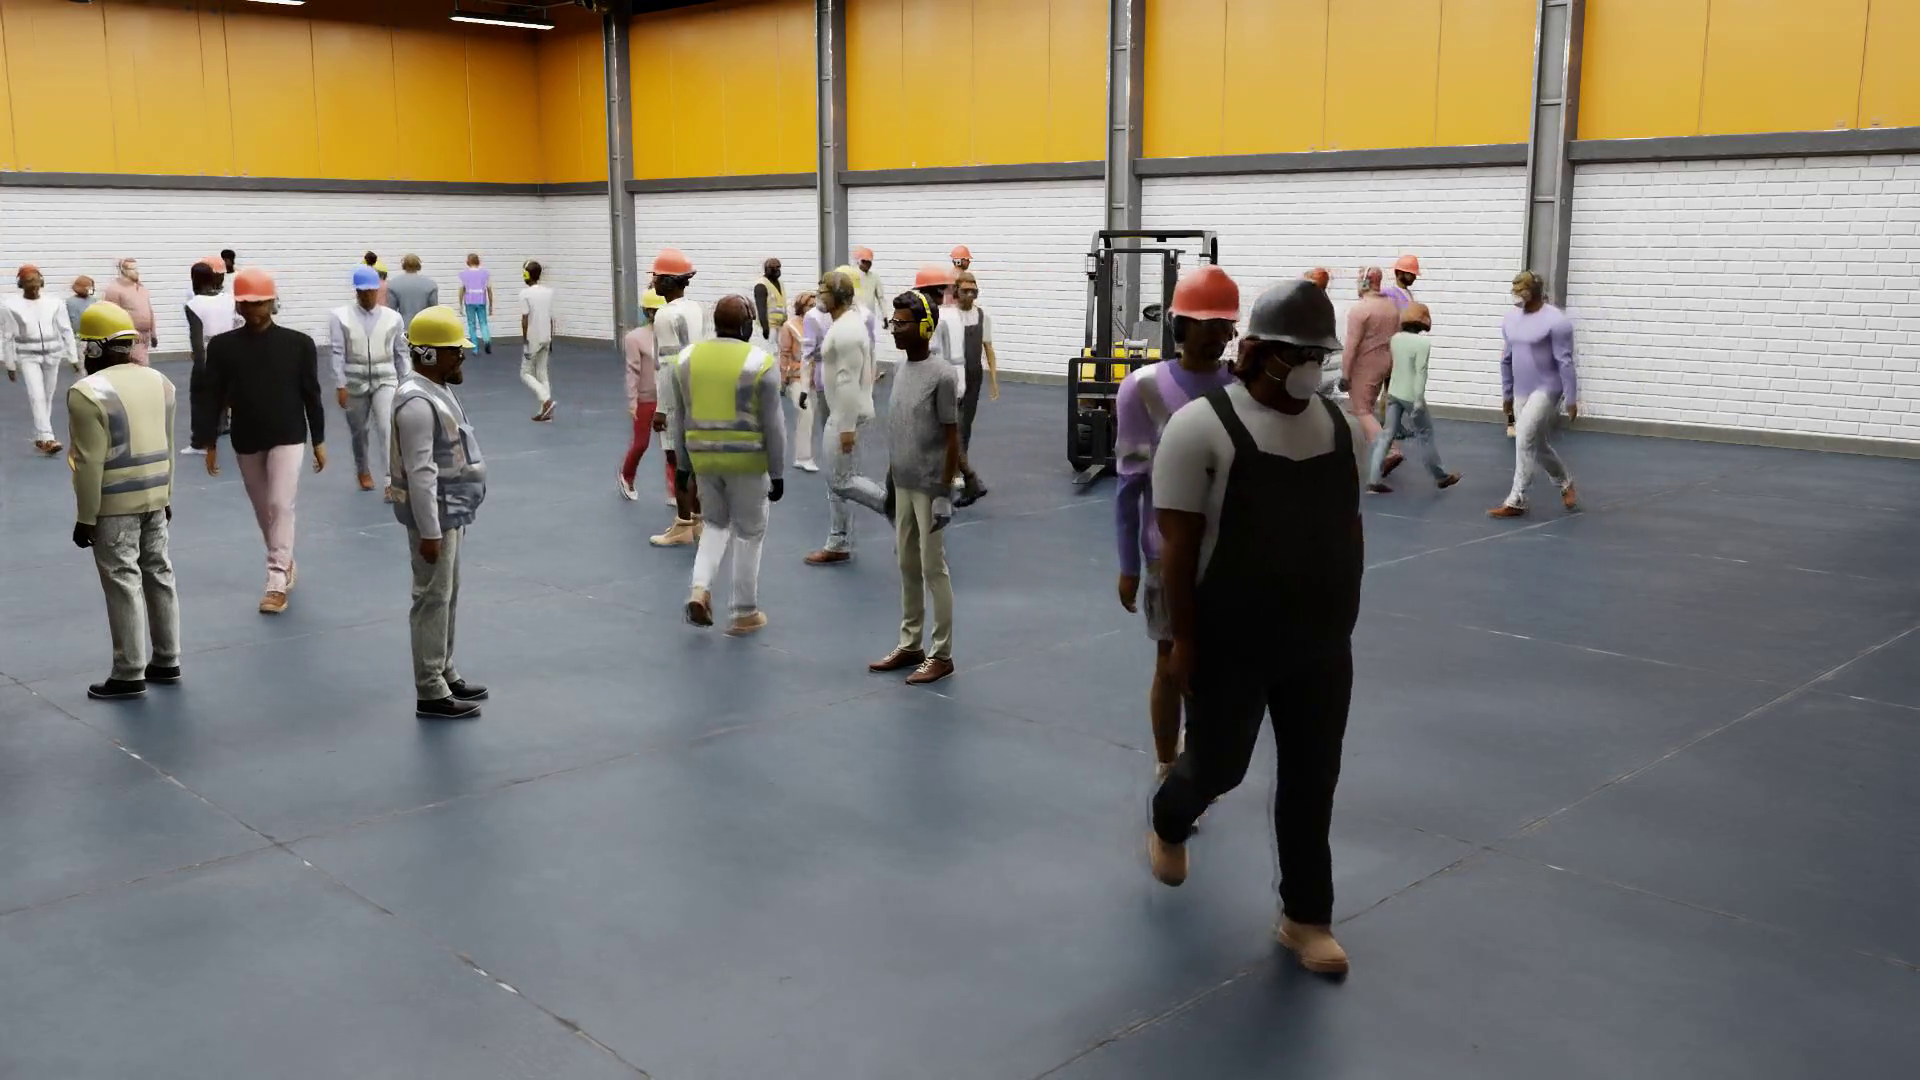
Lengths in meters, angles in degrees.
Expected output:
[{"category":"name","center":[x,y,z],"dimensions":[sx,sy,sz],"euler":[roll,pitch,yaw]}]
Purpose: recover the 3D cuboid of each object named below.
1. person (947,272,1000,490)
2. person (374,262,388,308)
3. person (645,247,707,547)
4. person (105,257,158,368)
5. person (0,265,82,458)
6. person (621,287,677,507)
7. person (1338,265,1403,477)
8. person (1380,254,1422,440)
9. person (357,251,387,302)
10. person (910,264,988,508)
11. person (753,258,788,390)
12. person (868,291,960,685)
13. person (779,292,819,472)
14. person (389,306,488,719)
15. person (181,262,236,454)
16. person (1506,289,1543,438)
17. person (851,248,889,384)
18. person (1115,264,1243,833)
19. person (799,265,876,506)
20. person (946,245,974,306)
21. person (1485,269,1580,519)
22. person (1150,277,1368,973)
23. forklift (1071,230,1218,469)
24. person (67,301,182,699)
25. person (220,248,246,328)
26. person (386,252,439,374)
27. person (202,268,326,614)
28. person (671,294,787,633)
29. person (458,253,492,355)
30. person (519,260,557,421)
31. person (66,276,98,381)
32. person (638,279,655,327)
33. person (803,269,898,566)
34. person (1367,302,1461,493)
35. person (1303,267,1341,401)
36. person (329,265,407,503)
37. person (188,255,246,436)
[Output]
[{"category":"person","center":[0.068,-1.325,13.982],"dimensions":[0.528,1.810,0.837],"euler":[-4,11,-20]},{"category":"person","center":[-8.903,-3.415,25.634],"dimensions":[0.538,1.712,0.899],"euler":[1,10,5]},{"category":"person","center":[-1.956,-0.969,11.423],"dimensions":[0.375,2.044,0.607],"euler":[2,11,12]},{"category":"person","center":[-10.240,-2.556,20.558],"dimensions":[0.944,1.868,0.650],"euler":[2,11,12]},{"category":"person","center":[-8.887,-1.727,16.108],"dimensions":[0.974,1.832,0.597],"euler":[10,14,42]},{"category":"person","center":[-2.433,-1.130,13.152],"dimensions":[0.530,1.739,0.841],"euler":[-8,13,-37]},{"category":"person","center":[3.655,-1.509,14.850],"dimensions":[0.659,1.881,0.839],"euler":[-10,14,-44]},{"category":"person","center":[4.644,-2.021,17.472],"dimensions":[0.390,1.933,0.551],"euler":[8,13,37]},{"category":"person","center":[-9.662,-3.795,27.342],"dimensions":[0.588,1.871,0.353],"euler":[-3,11,-15]},{"category":"person","center":[-0.138,-1.135,12.670],"dimensions":[0.516,1.915,0.582],"euler":[4,11,23]},{"category":"person","center":[-2.535,-2.900,22.540],"dimensions":[0.463,1.825,0.660],"euler":[5,11,23]},{"category":"person","center":[-0.207,-0.248,7.956],"dimensions":[0.328,1.874,0.521],"euler":[-7,13,-35]},{"category":"person","center":[-1.333,-1.416,14.986],"dimensions":[0.587,1.616,0.547],"euler":[10,14,42]},{"category":"person","center":[-2.306,-0.118,7.390],"dimensions":[0.403,1.826,0.593],"euler":[-2,11,-9]},{"category":"person","center":[-7.198,-1.749,16.139],"dimensions":[0.936,1.891,0.581],"euler":[5,11,24]},{"category":"person","center":[5.959,-1.914,17.556],"dimensions":[0.320,1.690,0.537],"euler":[3,11,17]},{"category":"person","center":[-1.327,-3.216,23.942],"dimensions":[0.652,1.935,1.028],"euler":[-8,13,-37]},{"category":"person","center":[0.871,0.020,6.094],"dimensions":[0.611,2.050,0.517],"euler":[-3,11,-14]},{"category":"person","center":[-0.968,-1.219,13.198],"dimensions":[0.630,1.882,0.776],"euler":[-1,10,-6]},{"category":"person","center":[-0.003,-2.919,22.186],"dimensions":[0.377,1.995,0.612],"euler":[0,10,2]},{"category":"person","center":[4.438,-1.107,12.634],"dimensions":[0.912,1.896,0.670],"euler":[-4,11,-21]},{"category":"person","center":[0.895,0.216,4.968],"dimensions":[0.688,2.000,0.754],"euler":[-3,11,-16]},{"category":"forklift","center":[1.804,-1.825,15.677],"dimensions":[1.214,2.155,2.313],"euler":[2,11,13]},{"category":"person","center":[-3.876,-0.180,7.695],"dimensions":[0.404,1.833,0.592],"euler":[2,11,13]},{"category":"person","center":[-11.225,-3.546,25.773],"dimensions":[0.603,1.938,0.861],"euler":[1,10,7]},{"category":"person","center":[-6.915,-2.678,21.079],"dimensions":[0.634,1.919,0.582],"euler":[-3,11,-15]},{"category":"person","center":[-4.041,-0.603,9.688],"dimensions":[0.644,1.952,1.014],"euler":[-2,11,-9]},{"category":"person","center":[-1.218,-0.392,8.866],"dimensions":[0.654,1.826,0.450],"euler":[4,11,19]},{"category":"person","center":[-8.590,-4.171,29.508],"dimensions":[0.570,1.819,0.439],"euler":[-5,12,-26]},{"category":"person","center":[-4.799,-2.259,18.989],"dimensions":[0.458,1.857,0.522],"euler":[7,13,34]},{"category":"person","center":[-11.331,-2.626,21.641],"dimensions":[0.644,1.603,0.500],"euler":[5,12,26]},{"category":"person","center":[-3.585,-2.300,19.813],"dimensions":[0.516,1.629,0.389],"euler":[-5,12,-28]},{"category":"person","center":[-0.637,-0.768,10.653],"dimensions":[0.681,1.924,0.637],"euler":[-1,10,-6]},{"category":"person","center":[3.764,-1.172,13.791],"dimensions":[0.855,1.582,0.490],"euler":[-5,12,-26]},{"category":"person","center":[2.948,-1.362,14.052],"dimensions":[0.590,1.861,0.591],"euler":[8,13,37]},{"category":"person","center":[-4.817,-1.288,13.556],"dimensions":[0.591,1.906,0.975],"euler":[-4,11,-22]},{"category":"person","center":[-7.853,-2.056,17.680],"dimensions":[0.557,1.910,0.840],"euler":[-7,12,-32]}]
